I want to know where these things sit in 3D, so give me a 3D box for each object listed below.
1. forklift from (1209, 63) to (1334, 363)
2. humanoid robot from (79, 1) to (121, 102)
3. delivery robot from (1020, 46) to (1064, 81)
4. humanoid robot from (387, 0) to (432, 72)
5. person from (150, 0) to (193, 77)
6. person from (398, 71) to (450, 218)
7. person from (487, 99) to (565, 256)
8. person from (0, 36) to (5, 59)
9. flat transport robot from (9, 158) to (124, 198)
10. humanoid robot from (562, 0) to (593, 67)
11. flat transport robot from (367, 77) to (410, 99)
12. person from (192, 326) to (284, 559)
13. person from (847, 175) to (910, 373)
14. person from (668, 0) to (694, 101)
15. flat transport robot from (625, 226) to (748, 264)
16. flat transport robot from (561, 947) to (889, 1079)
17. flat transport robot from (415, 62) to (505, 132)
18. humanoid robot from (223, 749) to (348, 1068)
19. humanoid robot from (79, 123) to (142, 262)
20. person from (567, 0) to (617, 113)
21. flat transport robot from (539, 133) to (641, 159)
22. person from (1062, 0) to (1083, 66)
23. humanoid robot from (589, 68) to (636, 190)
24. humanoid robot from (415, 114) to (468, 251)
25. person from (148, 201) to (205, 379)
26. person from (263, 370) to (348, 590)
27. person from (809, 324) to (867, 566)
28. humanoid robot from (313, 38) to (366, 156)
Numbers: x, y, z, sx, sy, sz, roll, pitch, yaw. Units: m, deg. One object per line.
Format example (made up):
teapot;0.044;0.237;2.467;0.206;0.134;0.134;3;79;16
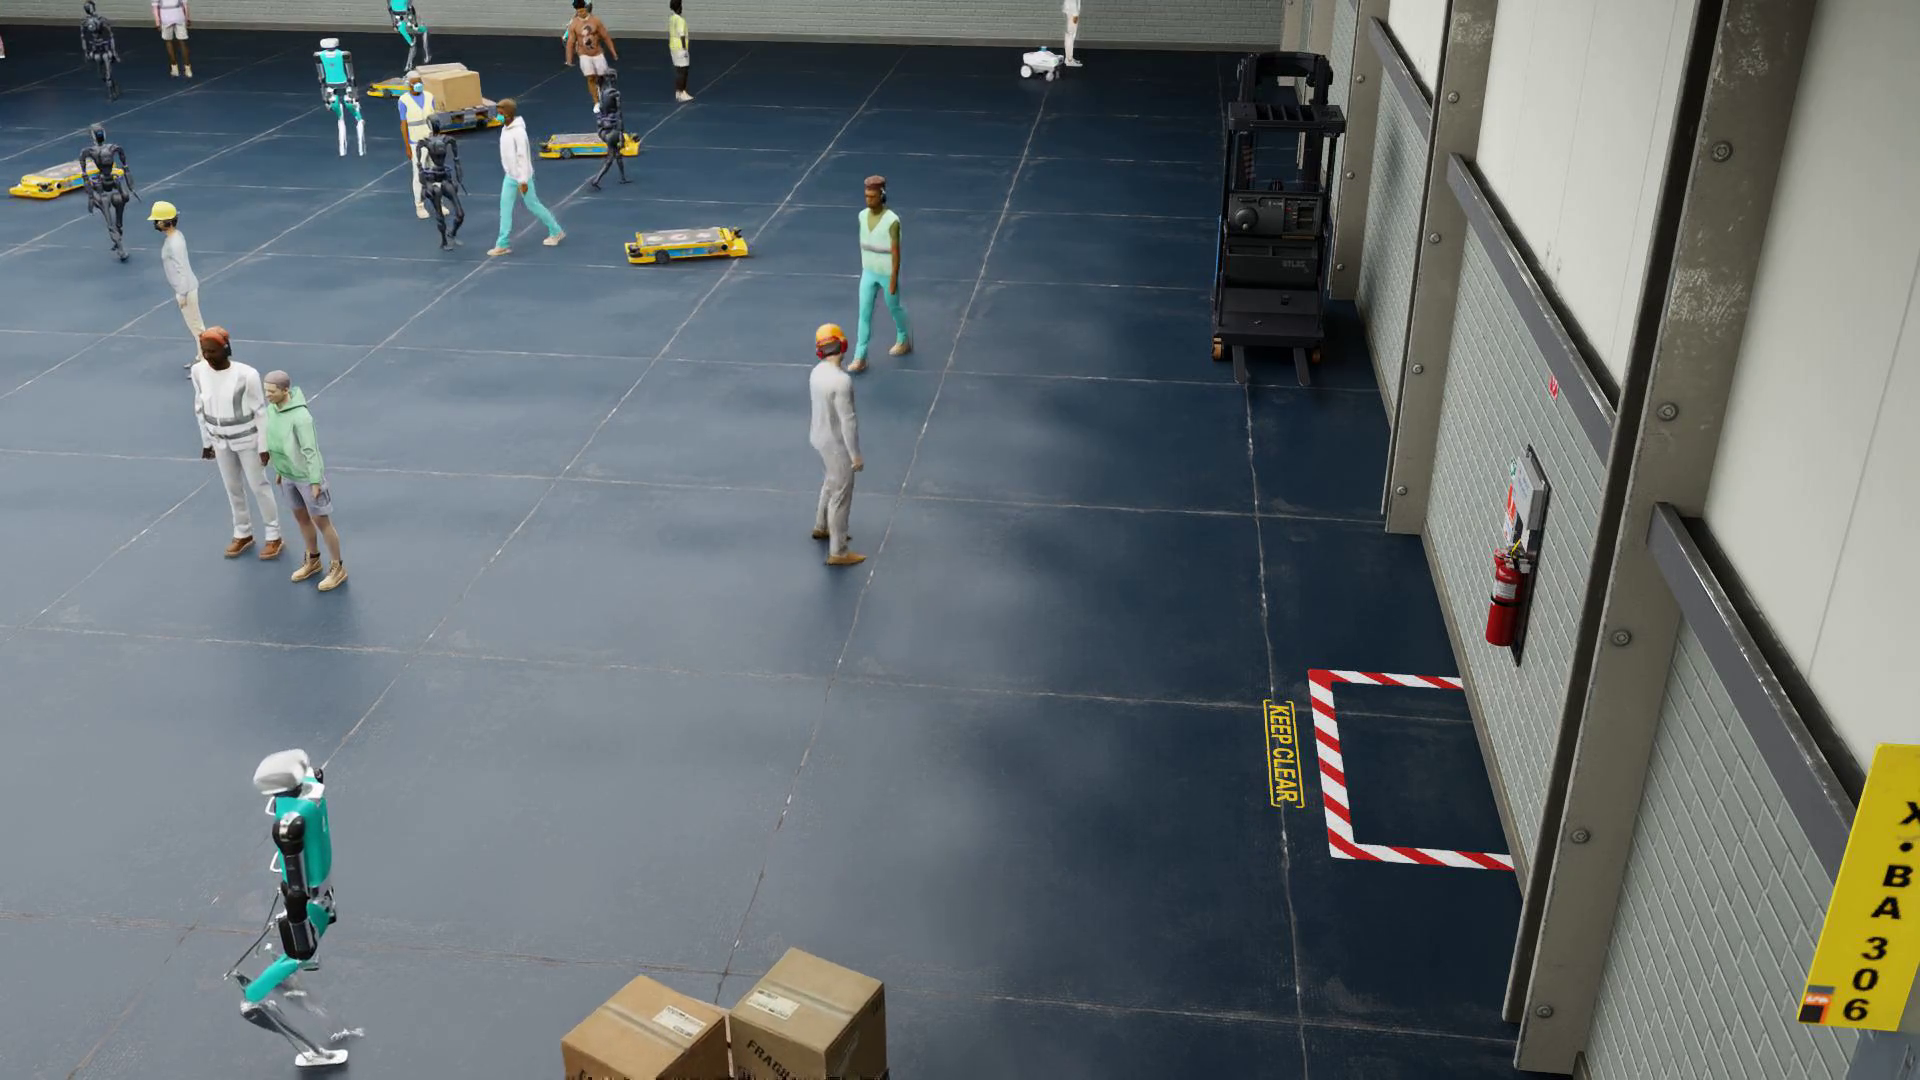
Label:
forklift;3.241;-3.477;17.183;1.129;2.768;1.873;3;27;6
humanoid robot;-14.503;-8.303;28.174;0.609;1.635;0.661;0;27;1
delivery robot;1.475;-8.572;29.947;0.779;0.608;0.507;15;30;27
humanoid robot;-10.078;-9.515;30.559;0.556;1.768;1.057;8;28;15
person;-14.164;-9.373;29.892;0.620;2.040;0.479;-16;31;-29
person;-6.997;-5.148;21.622;0.400;1.885;0.511;23;35;38
person;-5.344;-4.428;20.204;0.503;1.870;1.004;24;35;39
person;-18.440;-9.990;31.257;0.405;1.904;0.651;18;31;31
flat transport robot;-12.460;-5.058;23.235;0.659;0.231;1.431;9;28;17
humanoid robot;-7.093;-9.531;30.586;1.043;1.759;0.551;-19;32;-33
flat transport robot;-9.401;-7.753;28.617;1.431;0.231;0.659;8;28;16
person;-5.590;-0.751;12.837;0.574;1.881;0.351;5;27;10
person;-0.804;-2.697;16.678;0.500;1.927;0.999;15;30;27
person;-4.732;-8.304;28.154;0.325;1.672;0.630;-14;30;-26
flat transport robot;-3.351;-3.603;20.331;1.431;0.231;0.659;-6;27;-13
flat transport robot;-1.085;2.791;7.566;0.659;0.231;1.431;11;29;21
flat transport robot;-8.018;-6.629;26.373;1.431;0.231;0.659;-19;33;-34
humanoid robot;-3.239;1.818;7.878;0.665;1.809;0.538;-4;27;-7
humanoid robot;-10.183;-4.183;19.966;0.770;1.627;0.601;23;34;37
person;-6.069;-8.024;27.417;0.809;1.824;0.653;-6;27;-12
flat transport robot;-5.544;-5.912;24.940;1.431;0.231;0.659;-2;27;-5
person;2.086;-9.764;30.839;0.400;1.877;0.499;-1;27;-2
humanoid robot;-4.868;-5.667;22.940;0.768;1.630;0.609;-20;33;-35
humanoid robot;-6.319;-4.347;20.240;0.585;1.648;0.337;-22;34;-37
person;-7.668;-2.466;16.388;0.316;1.769;0.522;-12;29;-22
person;-4.918;-0.460;12.427;0.471;1.733;0.324;15;30;28
person;-0.970;-0.731;12.833;0.360;1.853;0.629;-11;29;-21
humanoid robot;-9.108;-6.535;24.545;0.530;1.770;0.753;-3;27;-6
